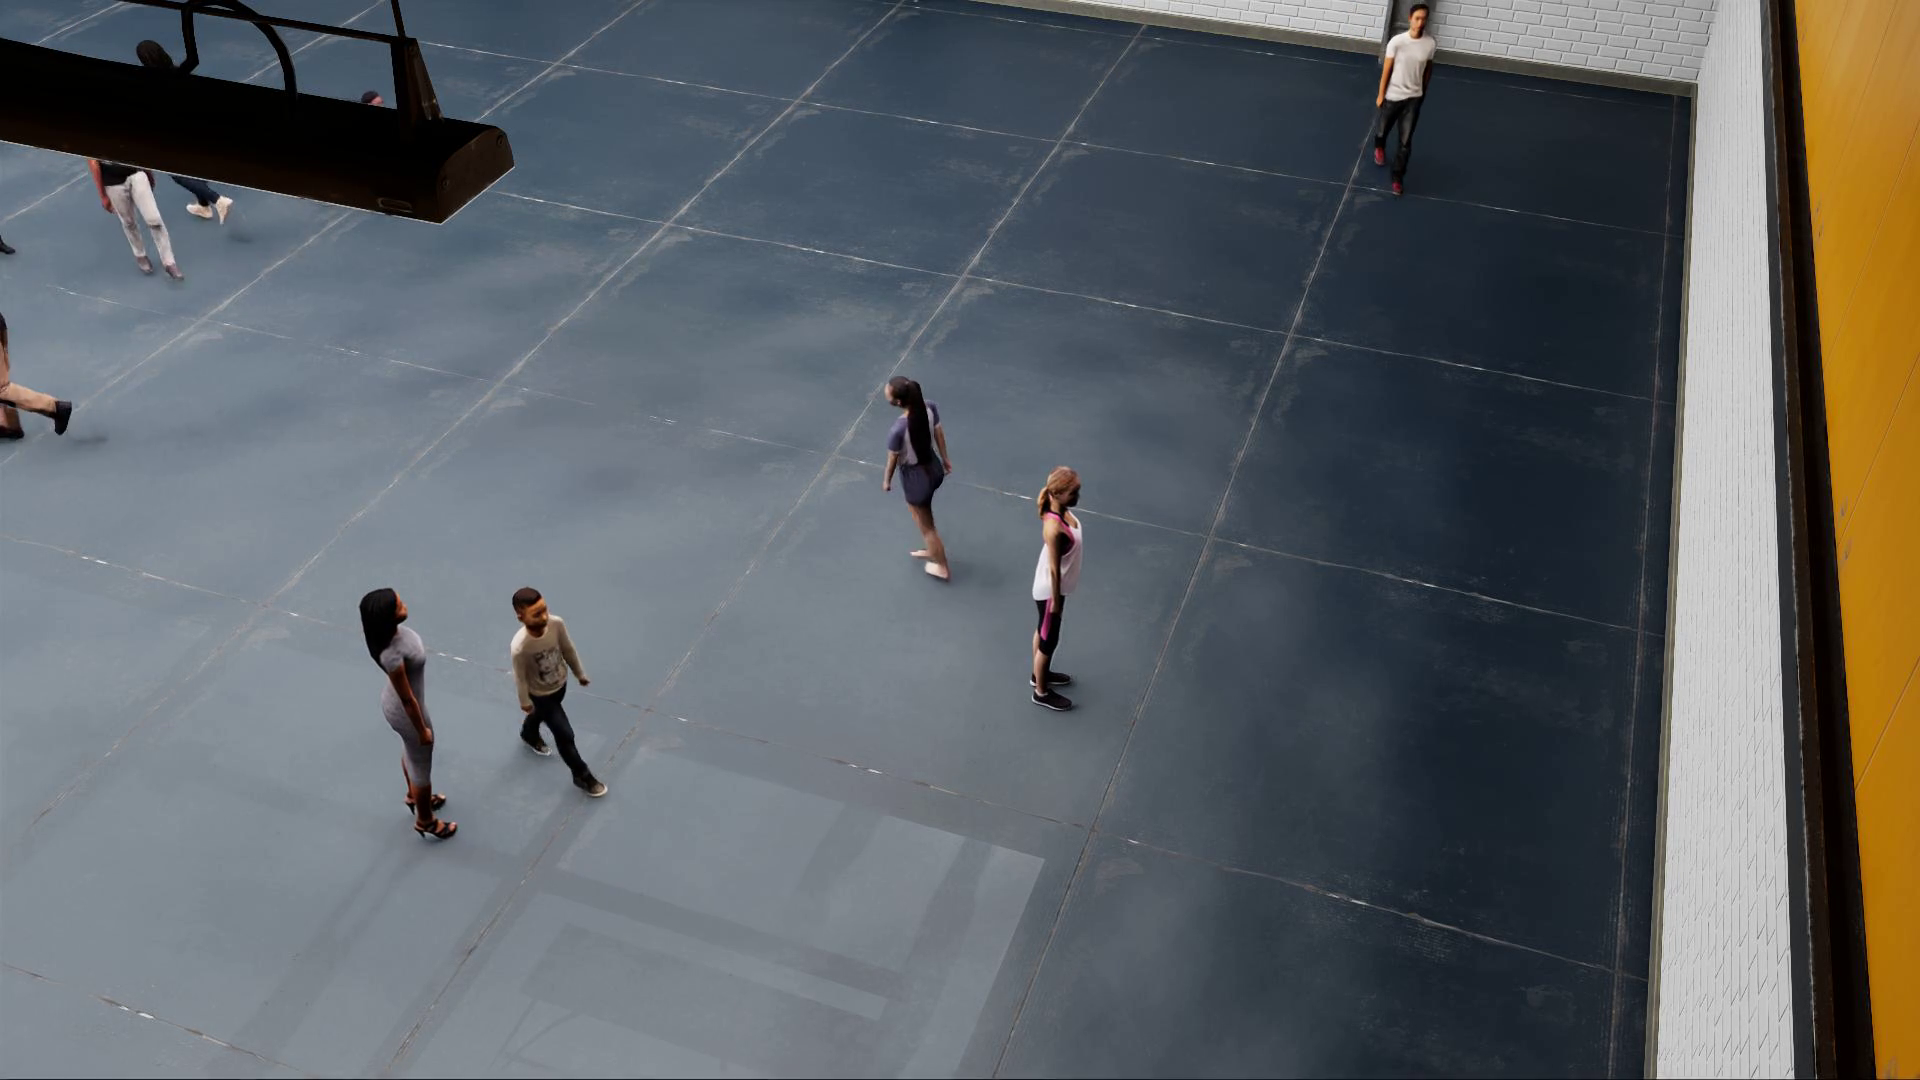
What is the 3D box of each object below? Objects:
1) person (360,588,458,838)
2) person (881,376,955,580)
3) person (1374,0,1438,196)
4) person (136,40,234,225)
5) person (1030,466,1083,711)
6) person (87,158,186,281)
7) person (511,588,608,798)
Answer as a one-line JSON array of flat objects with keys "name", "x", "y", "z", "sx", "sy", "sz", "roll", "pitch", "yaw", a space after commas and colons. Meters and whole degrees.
[{"name": "person", "x": -3.153, "y": 0.990, "z": 9.472, "sx": 0.737, "sy": 1.776, "sz": 0.675, "roll": -17, "pitch": 42, "yaw": -20}, {"name": "person", "x": -0.199, "y": -0.404, "z": 11.348, "sx": 0.747, "sy": 1.613, "sz": 0.698, "roll": 32, "pitch": 48, "yaw": 34}, {"name": "person", "x": 4.271, "y": -4.335, "z": 16.141, "sx": 1.149, "sy": 1.774, "sz": 0.933, "roll": 2, "pitch": 39, "yaw": 3}, {"name": "person", "x": -7.136, "y": -3.712, "z": 15.351, "sx": 0.973, "sy": 1.786, "sz": 0.677, "roll": 18, "pitch": 42, "yaw": 21}, {"name": "person", "x": 0.571, "y": 0.287, "z": 10.344, "sx": 0.604, "sy": 1.786, "sz": 0.654, "roll": 3, "pitch": 39, "yaw": 4}, {"name": "person", "x": -7.402, "y": -3.187, "z": 14.700, "sx": 0.966, "sy": 1.778, "sz": 1.071, "roll": -22, "pitch": 44, "yaw": -25}, {"name": "person", "x": -2.513, "y": 0.842, "z": 9.926, "sx": 1.027, "sy": 1.439, "sz": 0.674, "roll": 20, "pitch": 43, "yaw": 23}]
